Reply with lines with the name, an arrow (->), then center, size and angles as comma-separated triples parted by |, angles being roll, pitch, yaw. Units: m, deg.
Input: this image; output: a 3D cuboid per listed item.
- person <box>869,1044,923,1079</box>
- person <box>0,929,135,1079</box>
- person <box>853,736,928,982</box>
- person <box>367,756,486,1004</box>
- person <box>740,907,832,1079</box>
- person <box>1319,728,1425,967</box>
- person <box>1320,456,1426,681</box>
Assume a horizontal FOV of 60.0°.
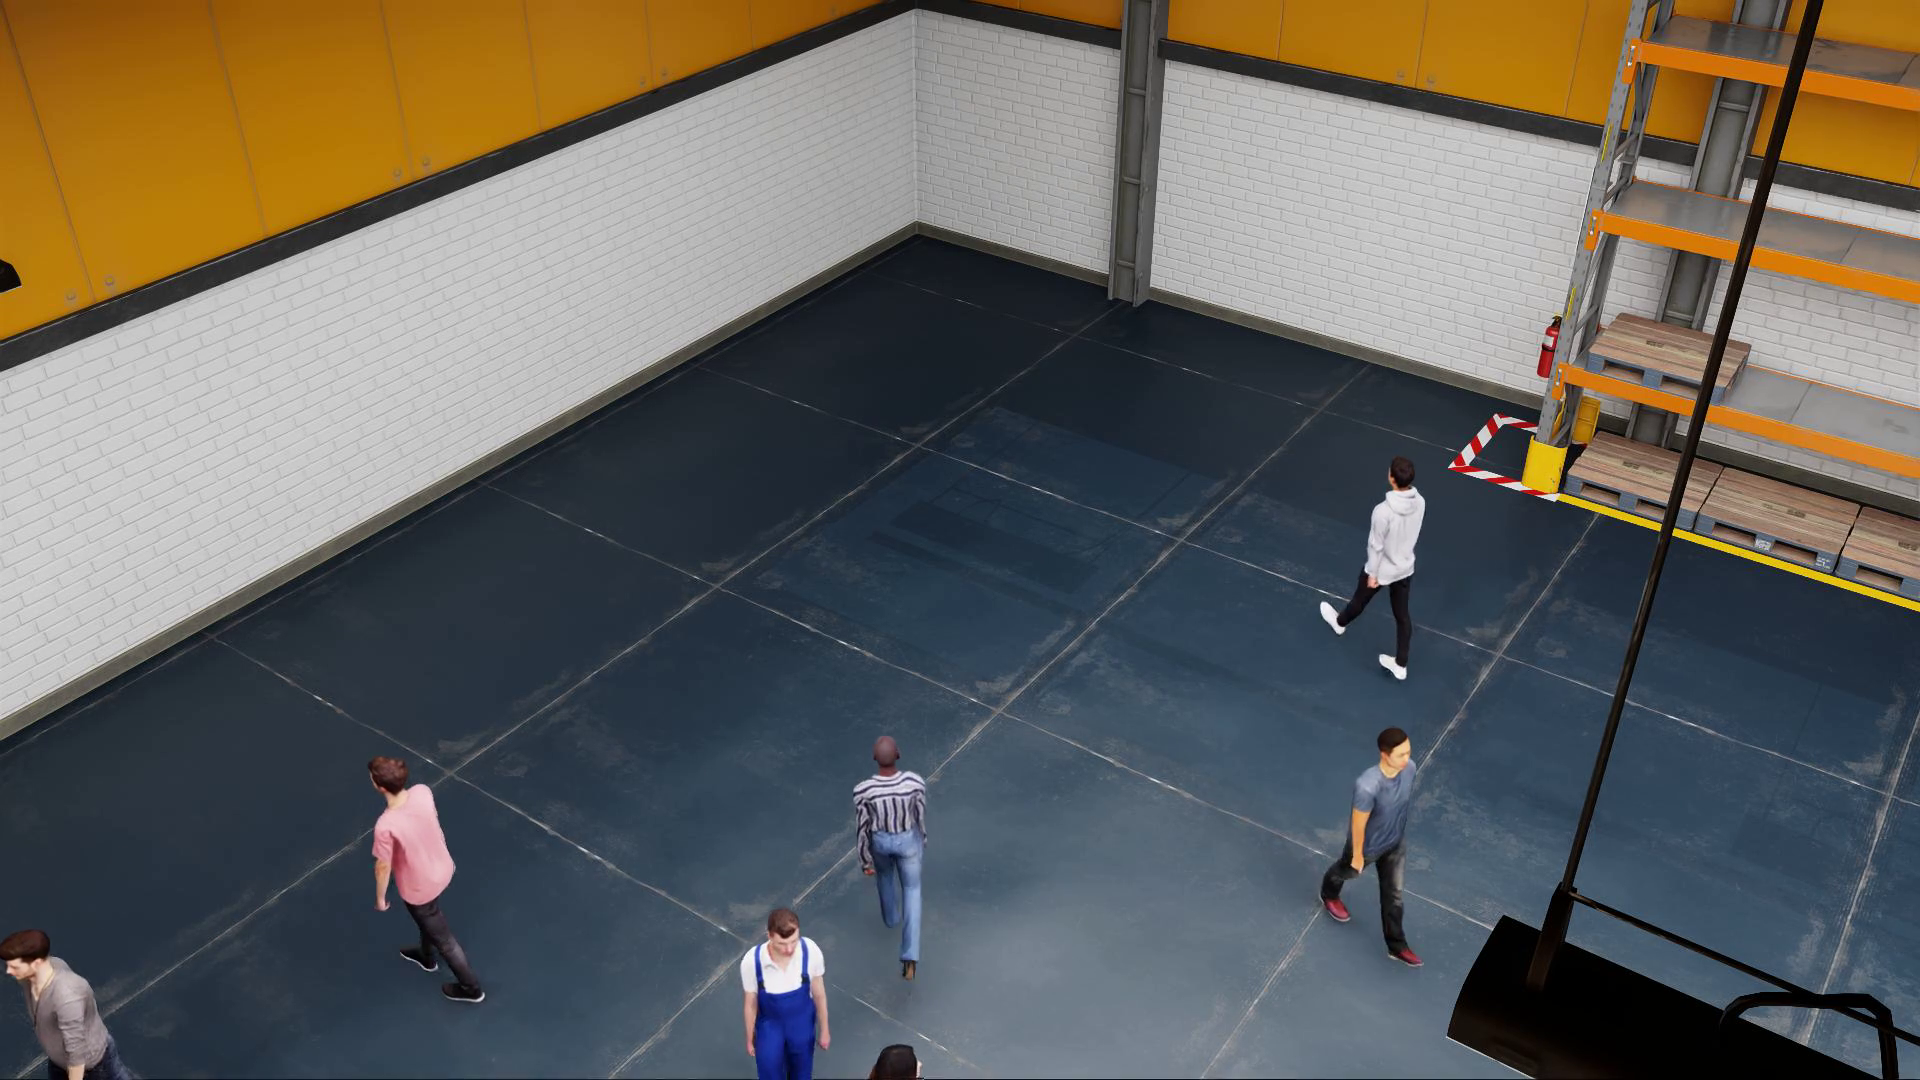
person -> -0.386, 3.270, 8.902 | 1.018, 1.612, 1.077 | -14, 36, -19
person -> -4.827, 2.834, 9.327 | 1.062, 1.868, 0.763 | 20, 38, 27
person -> -0.399, 2.032, 10.627 | 1.092, 1.765, 1.113 | -4, 34, -5
person -> -3.240, 2.144, 10.311 | 1.028, 1.928, 0.808 | 11, 35, 16
person -> -1.014, 2.718, 9.529 | 0.823, 1.837, 0.885 | -9, 35, -14
person -> 2.637, 1.895, 10.831 | 1.005, 1.768, 1.250 | -17, 37, -24
person -> 3.482, 0.267, 13.189 | 1.063, 1.868, 1.319 | -17, 37, -23
